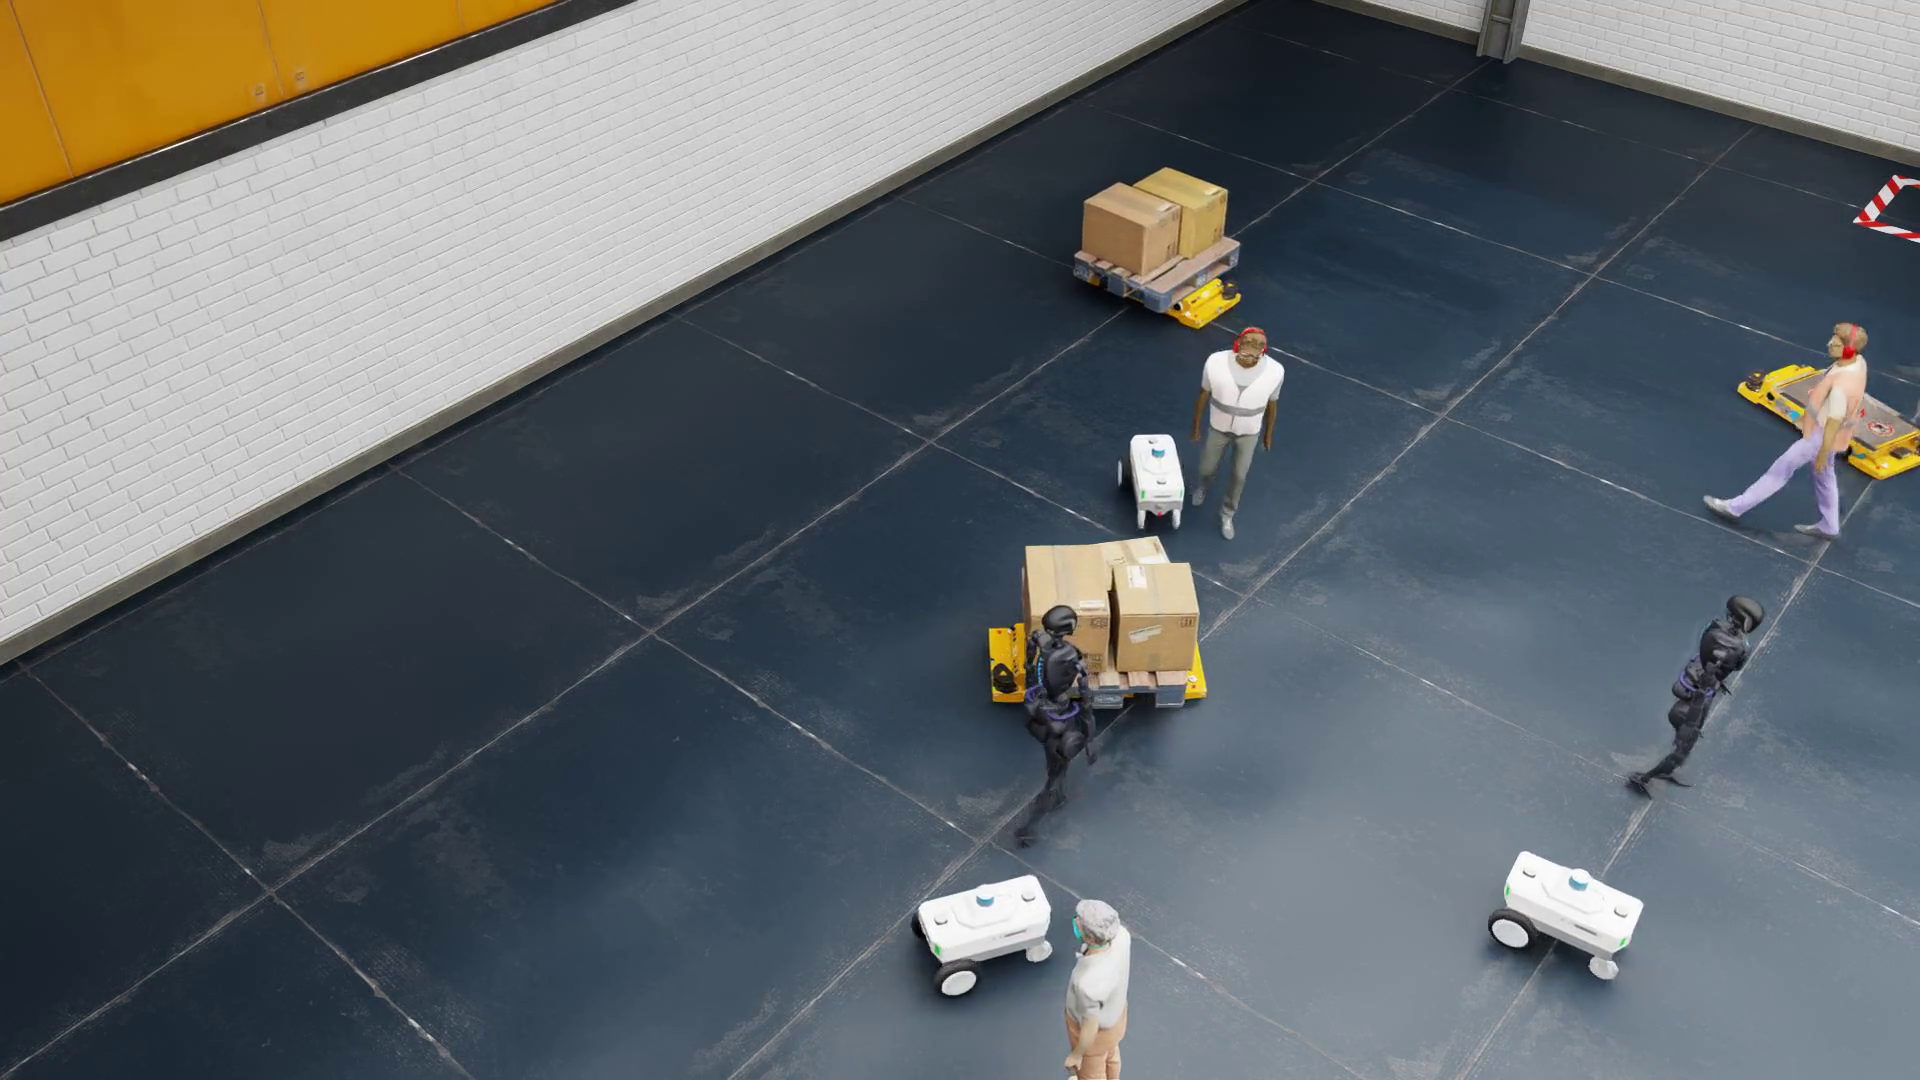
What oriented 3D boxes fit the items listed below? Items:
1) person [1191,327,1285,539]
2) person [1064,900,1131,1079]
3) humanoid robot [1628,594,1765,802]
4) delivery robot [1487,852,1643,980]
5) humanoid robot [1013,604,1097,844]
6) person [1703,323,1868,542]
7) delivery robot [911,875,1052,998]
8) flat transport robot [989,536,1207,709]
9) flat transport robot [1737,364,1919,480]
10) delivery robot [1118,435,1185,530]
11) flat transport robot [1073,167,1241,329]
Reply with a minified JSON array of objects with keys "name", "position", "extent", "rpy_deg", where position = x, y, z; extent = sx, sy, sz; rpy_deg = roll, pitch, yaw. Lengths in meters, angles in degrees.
[{"name":"person","position":[2.000,-0.839,12.094],"extent":[0.598,1.816,0.564],"rpy_deg":[6,39,8]},{"name":"person","position":[0.653,2.368,8.169],"extent":[0.325,1.747,0.476],"rpy_deg":[16,42,19]},{"name":"humanoid robot","position":[4.469,0.929,10.015],"extent":[0.323,1.647,0.597],"rpy_deg":[26,46,29]},{"name":"delivery robot","position":[3.455,2.090,9.445],"extent":[0.750,0.570,0.499],"rpy_deg":[22,44,25]},{"name":"humanoid robot","position":[0.522,1.094,9.854],"extent":[0.602,1.672,0.602],"rpy_deg":[-26,46,-29]},{"name":"person","position":[6.153,-0.794,12.061],"extent":[0.974,1.788,0.574],"rpy_deg":[24,45,27]},{"name":"delivery robot","position":[0.126,2.171,9.356],"extent":[0.773,0.586,0.499],"rpy_deg":[-12,40,-14]},{"name":"flat transport robot","position":[0.922,0.803,11.289],"extent":[1.431,0.231,0.659],"rpy_deg":[-1,39,-1]},{"name":"flat transport robot","position":[7.139,-1.007,13.536],"extent":[0.659,0.231,1.431],"rpy_deg":[-18,42,-21]},{"name":"delivery robot","position":[1.489,-0.484,12.640],"extent":[0.499,0.570,0.750],"rpy_deg":[-1,39,-1]},{"name":"flat transport robot","position":[1.796,-2.373,15.232],"extent":[1.431,0.231,0.659],"rpy_deg":[30,47,31]}]
